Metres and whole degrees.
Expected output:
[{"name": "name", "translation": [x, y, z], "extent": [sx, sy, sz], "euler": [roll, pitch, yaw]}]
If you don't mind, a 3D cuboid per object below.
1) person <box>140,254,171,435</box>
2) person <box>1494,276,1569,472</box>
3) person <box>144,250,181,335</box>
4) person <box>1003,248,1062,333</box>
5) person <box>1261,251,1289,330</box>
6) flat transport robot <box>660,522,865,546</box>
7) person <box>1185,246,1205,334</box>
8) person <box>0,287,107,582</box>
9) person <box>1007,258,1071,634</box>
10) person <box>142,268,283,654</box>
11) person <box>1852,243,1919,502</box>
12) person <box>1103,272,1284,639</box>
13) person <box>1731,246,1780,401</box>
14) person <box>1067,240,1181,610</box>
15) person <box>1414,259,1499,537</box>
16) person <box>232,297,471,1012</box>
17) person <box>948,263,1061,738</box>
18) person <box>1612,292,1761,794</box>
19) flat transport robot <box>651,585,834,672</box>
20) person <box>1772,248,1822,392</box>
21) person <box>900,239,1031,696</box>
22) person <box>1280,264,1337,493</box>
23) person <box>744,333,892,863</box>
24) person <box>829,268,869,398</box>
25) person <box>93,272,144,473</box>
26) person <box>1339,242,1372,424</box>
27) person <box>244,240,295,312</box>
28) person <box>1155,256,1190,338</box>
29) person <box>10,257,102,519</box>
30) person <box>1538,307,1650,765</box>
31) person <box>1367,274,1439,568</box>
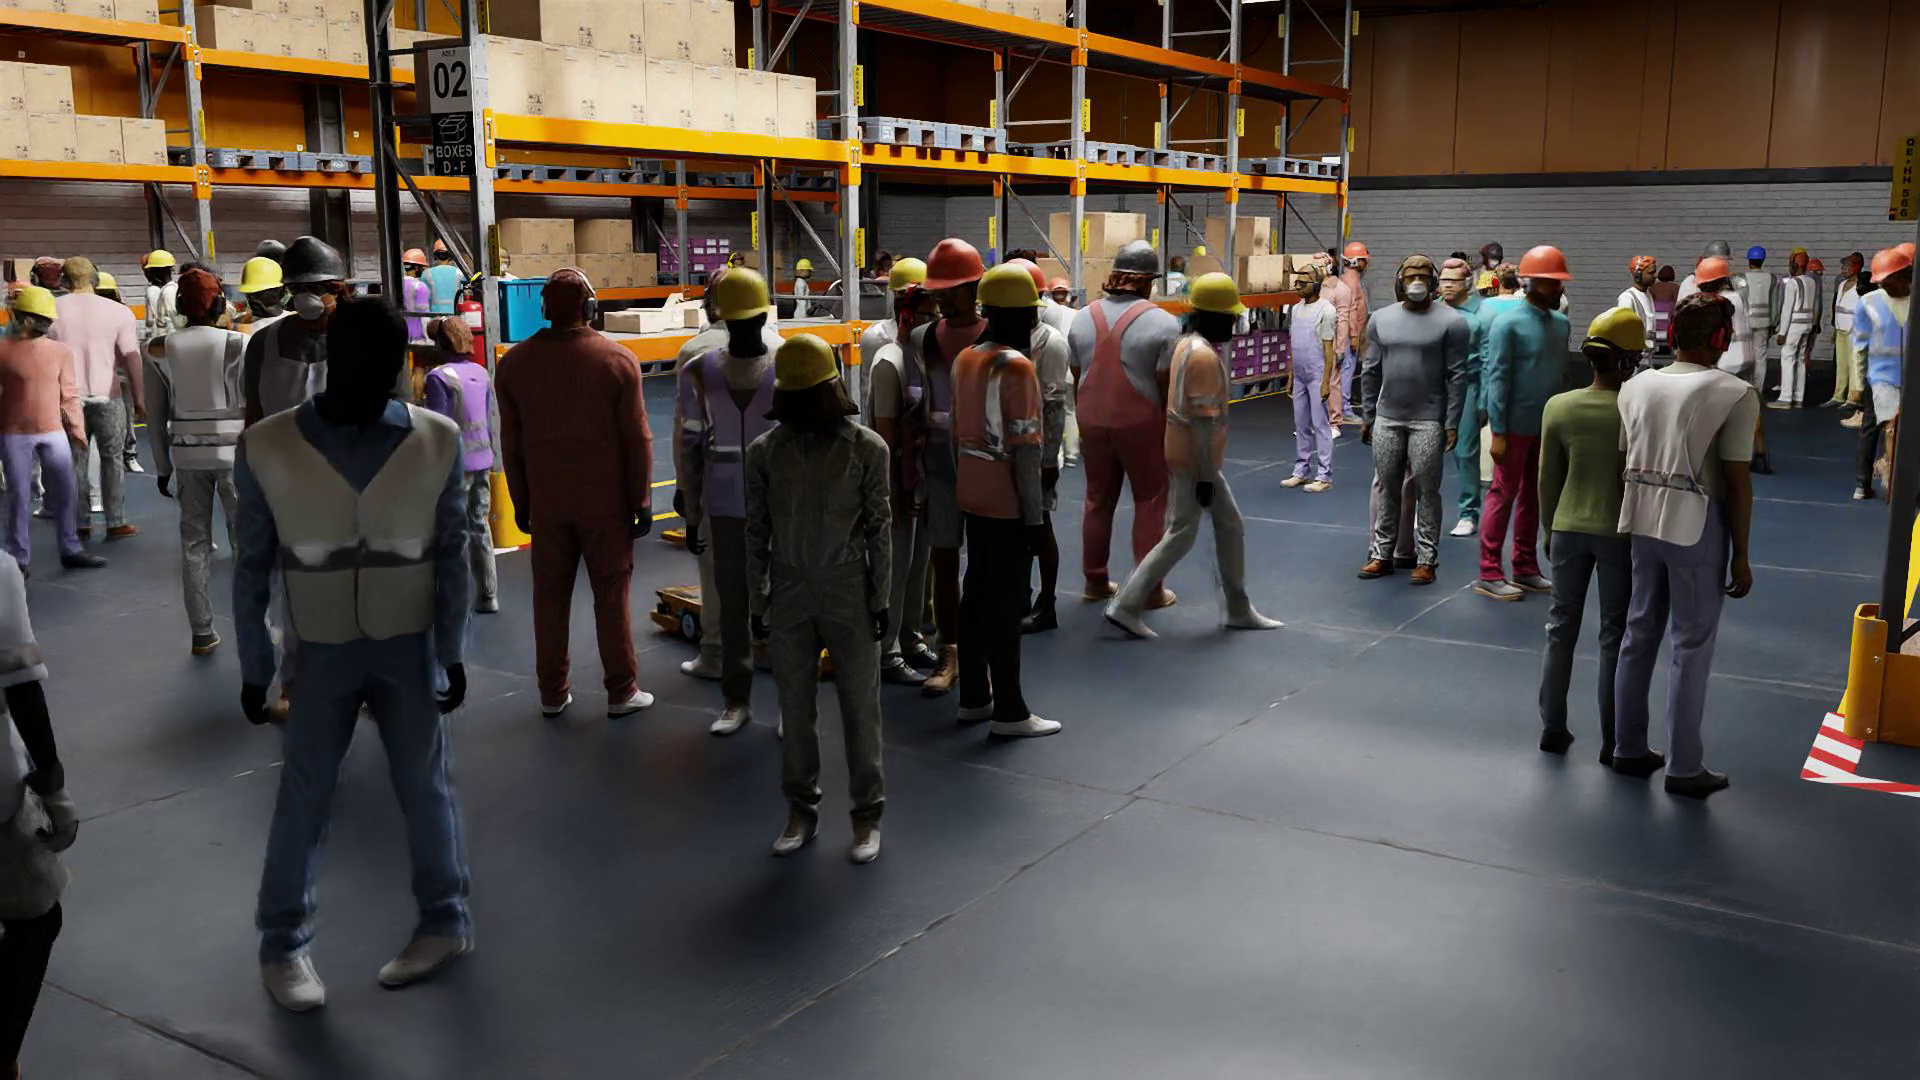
[{"name": "person", "translation": [-8.199, -1.998, 17.131], "extent": [0.358, 1.885, 0.574], "euler": [-1, 10, -7]}, {"name": "person", "translation": [4.919, -1.510, 14.395], "extent": [0.645, 1.900, 0.399], "euler": [-5, 11, -24]}, {"name": "person", "translation": [-8.043, -1.982, 16.960], "extent": [0.391, 1.921, 0.588], "euler": [-4, 11, -23]}, {"name": "person", "translation": [0.458, -1.141, 12.159], "extent": [0.610, 1.963, 0.365], "euler": [8, 13, 37]}, {"name": "person", "translation": [4.926, -3.604, 26.026], "extent": [0.355, 1.887, 0.573], "euler": [-5, 12, -28]}, {"name": "flat transport robot", "translation": [-1.245, -0.129, 11.251], "extent": [1.431, 0.197, 0.652], "euler": [-9, 14, -42]}, {"name": "person", "translation": [3.658, -3.551, 25.618], "extent": [0.385, 1.928, 0.589], "euler": [6, 12, 32]}, {"name": "person", "translation": [-5.496, -0.636, 9.983], "extent": [0.422, 1.739, 0.759], "euler": [7, 12, 32]}, {"name": "person", "translation": [0.327, -0.478, 8.603], "extent": [0.387, 1.929, 0.544], "euler": [-6, 12, -32]}, {"name": "person", "translation": [-3.649, -0.376, 8.144], "extent": [0.574, 1.886, 0.355], "euler": [-1, 10, -8]}, {"name": "person", "translation": [7.239, -1.286, 12.884], "extent": [0.377, 1.995, 0.608], "euler": [-9, 13, -40]}, {"name": "person", "translation": [1.195, -0.422, 8.468], "extent": [0.924, 1.873, 0.603], "euler": [1, 10, 5]}, {"name": "person", "translation": [9.984, -2.724, 20.979], "extent": [0.605, 1.948, 0.391], "euler": [0, 10, 1]}, {"name": "person", "translation": [0.940, -0.646, 9.208], "extent": [0.692, 2.000, 0.535], "euler": [7, 13, 35]}, {"name": "person", "translation": [3.366, -0.973, 11.436], "extent": [0.399, 1.899, 0.649], "euler": [-10, 14, -43]}, {"name": "person", "translation": [-1.630, 0.286, 4.507], "extent": [0.608, 1.878, 0.438], "euler": [-5, 11, -24]}, {"name": "person", "translation": [0.174, -0.158, 6.819], "extent": [0.371, 1.929, 0.584], "euler": [-6, 12, -28]}, {"name": "person", "translation": [2.639, 0.014, 6.128], "extent": [0.393, 1.836, 0.560], "euler": [-5, 12, -27]}, {"name": "flat transport robot", "translation": [-0.923, 0.400, 8.319], "extent": [0.652, 0.197, 1.431], "euler": [-8, 13, -37]}, {"name": "person", "translation": [11.167, -2.937, 22.251], "extent": [0.585, 1.917, 0.382], "euler": [1, 10, 7]}, {"name": "person", "translation": [0.007, -0.292, 7.305], "extent": [0.613, 2.028, 0.409], "euler": [4, 11, 23]}, {"name": "person", "translation": [2.825, -1.300, 13.417], "extent": [0.349, 1.837, 0.502], "euler": [-5, 12, -27]}, {"name": "person", "translation": [-0.466, 0.193, 5.424], "extent": [0.490, 1.728, 0.324], "euler": [2, 10, 9]}, {"name": "person", "translation": [-1.139, -2.191, 18.151], "extent": [0.603, 1.906, 0.399], "euler": [-5, 11, -24]}, {"name": "person", "translation": [-7.345, -1.431, 14.378], "extent": [0.487, 1.746, 0.287], "euler": [-8, 13, -38]}, {"name": "person", "translation": [4.321, -2.280, 18.389], "extent": [0.379, 1.996, 0.610], "euler": [1, 10, 4]}, {"name": "person", "translation": [-5.300, -1.320, 12.944], "extent": [0.683, 2.000, 0.535], "euler": [4, 11, 22]}, {"name": "person", "translation": [3.056, -3.126, 23.640], "extent": [0.635, 1.795, 0.950], "euler": [9, 13, 40]}, {"name": "person", "translation": [-6.610, -1.112, 12.190], "extent": [0.404, 1.900, 0.639], "euler": [7, 12, 33]}, {"name": "person", "translation": [2.497, -0.014, 6.471], "extent": [0.312, 1.768, 0.522], "euler": [-9, 14, -41]}, {"name": "person", "translation": [2.734, -0.746, 10.302], "extent": [0.379, 1.844, 0.570], "euler": [-4, 11, -21]}]
